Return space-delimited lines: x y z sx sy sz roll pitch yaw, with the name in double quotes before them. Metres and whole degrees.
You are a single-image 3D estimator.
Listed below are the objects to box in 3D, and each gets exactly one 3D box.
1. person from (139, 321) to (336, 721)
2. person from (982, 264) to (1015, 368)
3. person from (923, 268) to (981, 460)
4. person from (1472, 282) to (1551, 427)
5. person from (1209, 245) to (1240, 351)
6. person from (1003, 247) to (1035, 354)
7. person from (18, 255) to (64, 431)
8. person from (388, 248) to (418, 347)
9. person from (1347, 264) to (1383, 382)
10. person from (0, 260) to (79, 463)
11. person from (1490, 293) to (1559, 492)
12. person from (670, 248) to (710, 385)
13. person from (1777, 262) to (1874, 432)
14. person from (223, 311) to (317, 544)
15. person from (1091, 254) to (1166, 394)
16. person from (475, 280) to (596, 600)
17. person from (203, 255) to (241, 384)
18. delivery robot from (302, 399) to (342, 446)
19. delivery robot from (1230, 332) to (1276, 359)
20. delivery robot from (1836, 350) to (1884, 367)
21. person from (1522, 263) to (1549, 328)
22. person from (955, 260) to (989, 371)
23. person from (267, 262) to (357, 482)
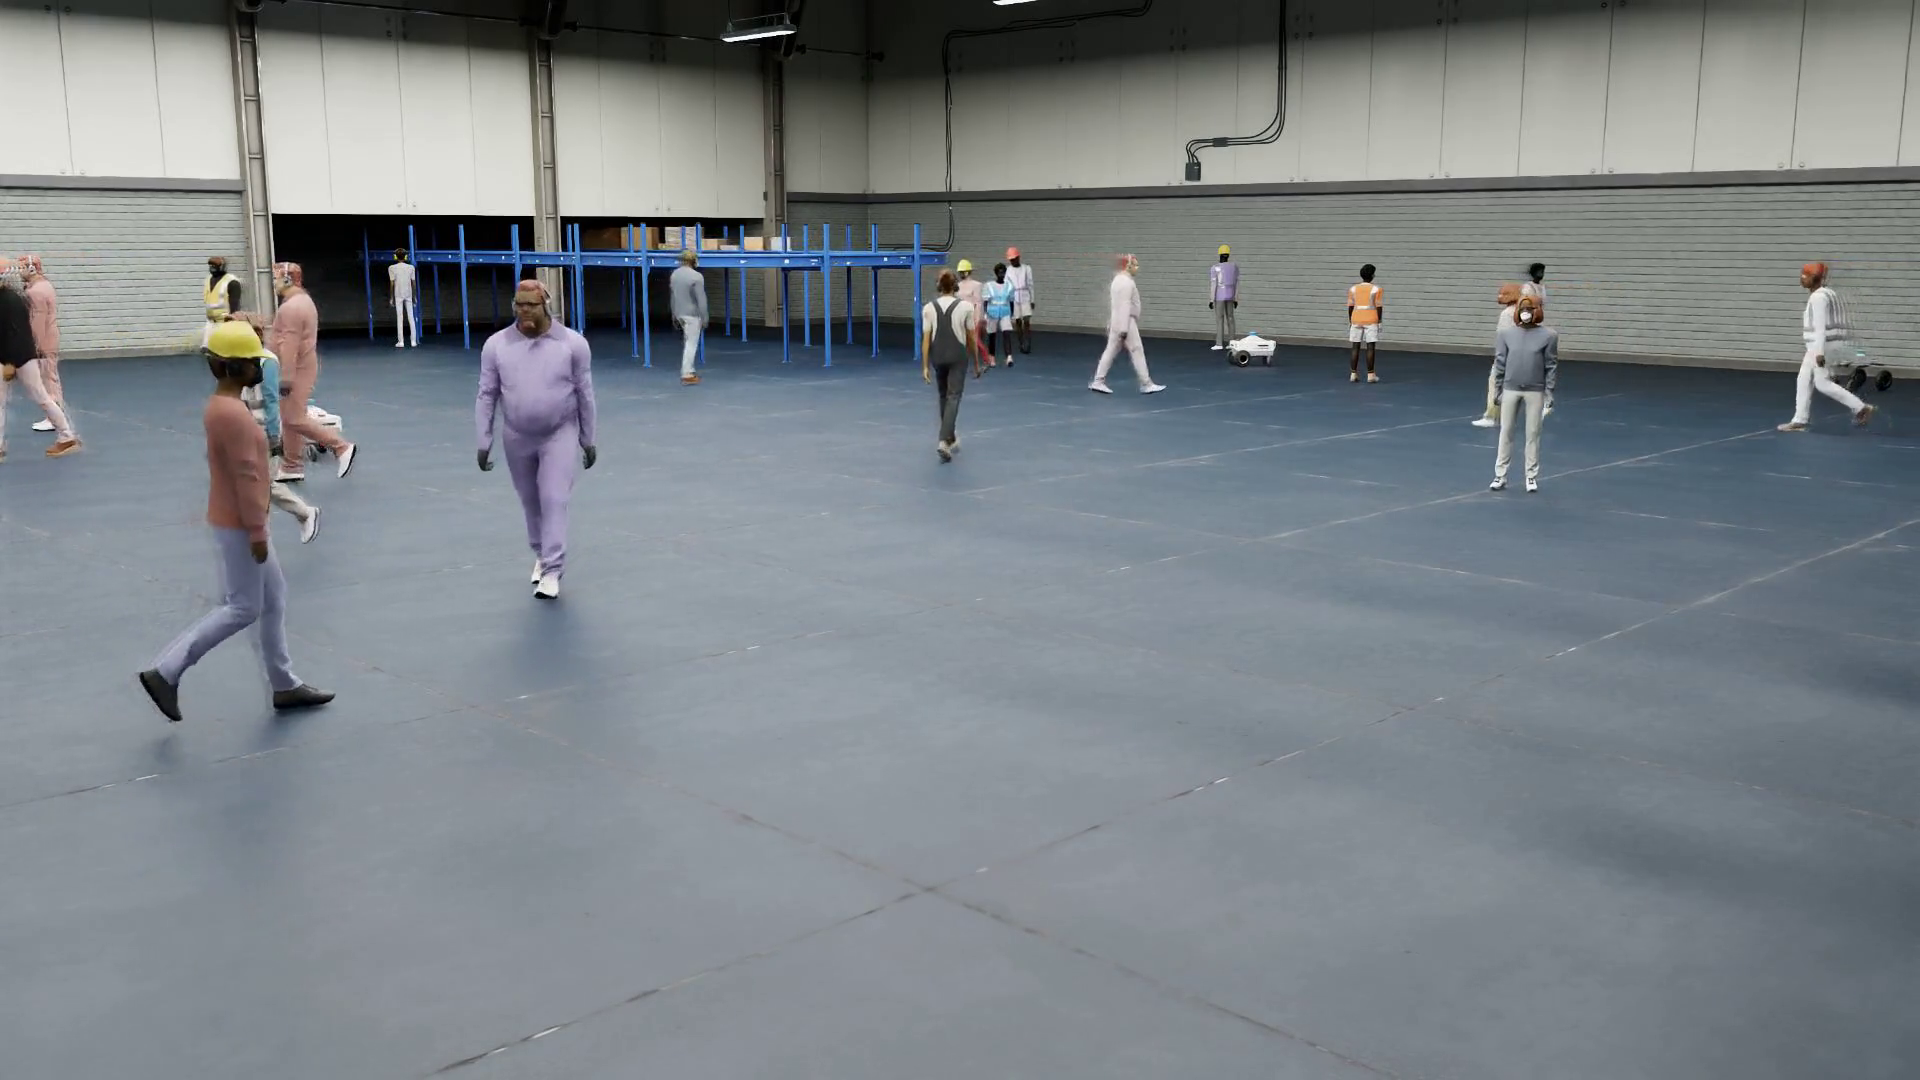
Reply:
"person" -3.180 -0.076 7.225 0.729 1.742 0.531 -6 12 -29
"person" 0.624 -3.578 26.596 0.550 1.650 0.882 -1 10 -7
"person" -0.109 -1.689 15.905 0.517 1.807 0.955 3 11 18
"person" 6.100 -2.032 18.291 0.777 1.606 0.495 10 14 43
"person" 4.863 -4.467 30.694 0.589 1.927 0.388 -4 11 -20
"person" 1.050 -4.259 29.668 0.583 1.885 0.901 1 10 4
"person" -10.057 -2.152 18.166 0.400 1.899 0.636 -4 11 -21
"person" -10.602 -4.613 31.664 0.513 1.867 0.328 -6 12 -30
"person" 5.860 -3.135 24.060 0.537 1.695 0.321 8 13 36
"person" -8.895 -1.718 15.706 0.593 1.943 0.991 6 12 30
"person" 4.687 -1.226 13.822 0.501 1.633 0.285 5 12 26
"person" -3.799 -3.189 23.747 0.651 1.916 0.600 9 14 42
"person" 9.351 -2.062 17.850 0.815 1.847 0.588 4 11 21
"person" -4.585 -0.691 10.926 0.526 1.622 0.512 6 12 32
"person" 2.224 -2.879 22.236 0.987 1.858 0.651 -2 11 -11
"person" -2.515 -0.606 9.856 0.673 1.851 1.013 0 10 -2
"person" -10.345 -3.065 23.312 0.656 1.829 0.449 5 11 24
"delivery robot" -6.248 -1.108 15.983 0.707 0.478 0.477 10 14 43
"delivery robot" 4.777 -3.153 27.138 0.707 0.478 0.477 -2 11 -9
"delivery robot" 12.407 -2.506 22.901 0.699 0.223 0.335 -4 11 -22
"person" 8.949 -3.443 25.794 0.541 1.679 0.582 -6 12 -31
"person" 0.157 -3.419 25.477 0.521 1.742 0.763 7 12 32
"person" -5.623 -1.428 14.218 0.725 1.888 0.652 -3 11 -15
